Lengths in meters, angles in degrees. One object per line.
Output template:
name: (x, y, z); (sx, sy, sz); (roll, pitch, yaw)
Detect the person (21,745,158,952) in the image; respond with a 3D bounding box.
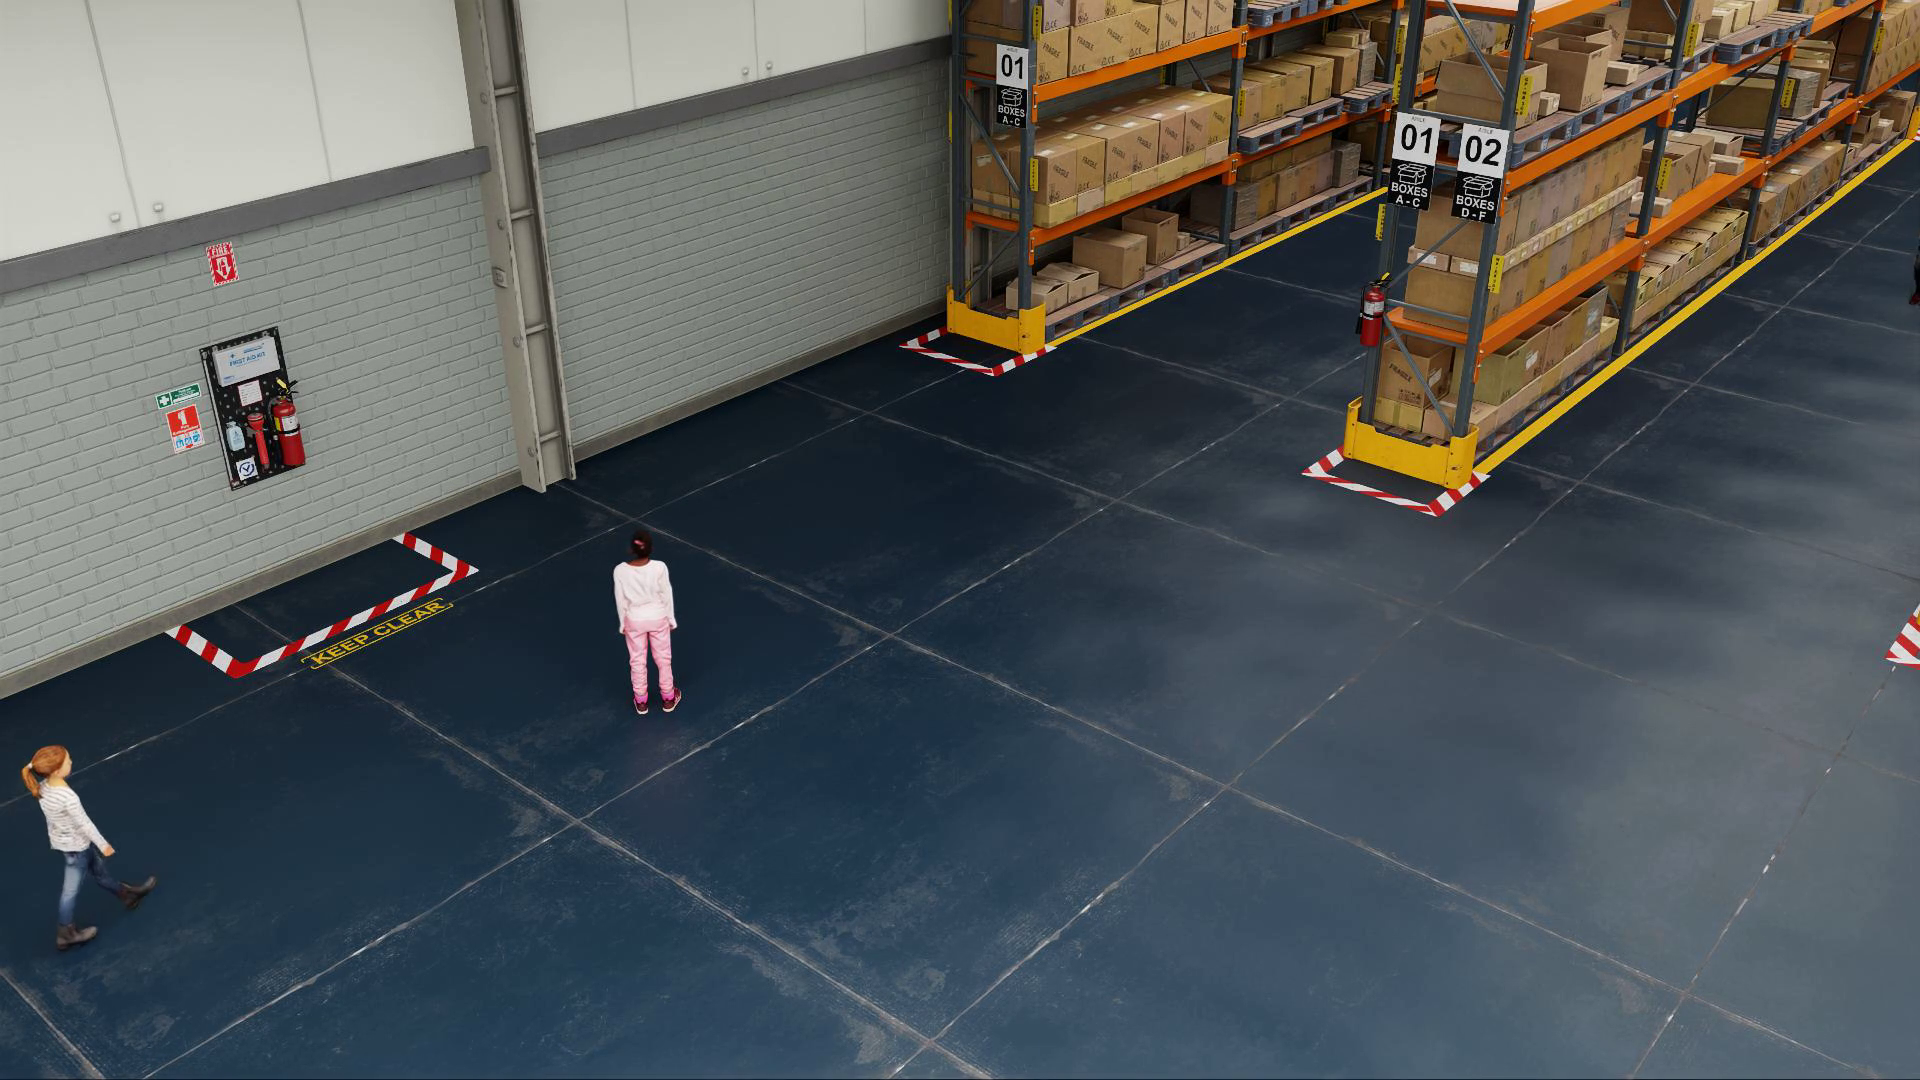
person: (-5.080, 1.762, 9.386); (0.496, 1.294, 0.845); (21, 34, 33)

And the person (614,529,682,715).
person: (-2.170, 0.549, 11.517); (0.623, 1.433, 0.687); (-3, 28, -6)
